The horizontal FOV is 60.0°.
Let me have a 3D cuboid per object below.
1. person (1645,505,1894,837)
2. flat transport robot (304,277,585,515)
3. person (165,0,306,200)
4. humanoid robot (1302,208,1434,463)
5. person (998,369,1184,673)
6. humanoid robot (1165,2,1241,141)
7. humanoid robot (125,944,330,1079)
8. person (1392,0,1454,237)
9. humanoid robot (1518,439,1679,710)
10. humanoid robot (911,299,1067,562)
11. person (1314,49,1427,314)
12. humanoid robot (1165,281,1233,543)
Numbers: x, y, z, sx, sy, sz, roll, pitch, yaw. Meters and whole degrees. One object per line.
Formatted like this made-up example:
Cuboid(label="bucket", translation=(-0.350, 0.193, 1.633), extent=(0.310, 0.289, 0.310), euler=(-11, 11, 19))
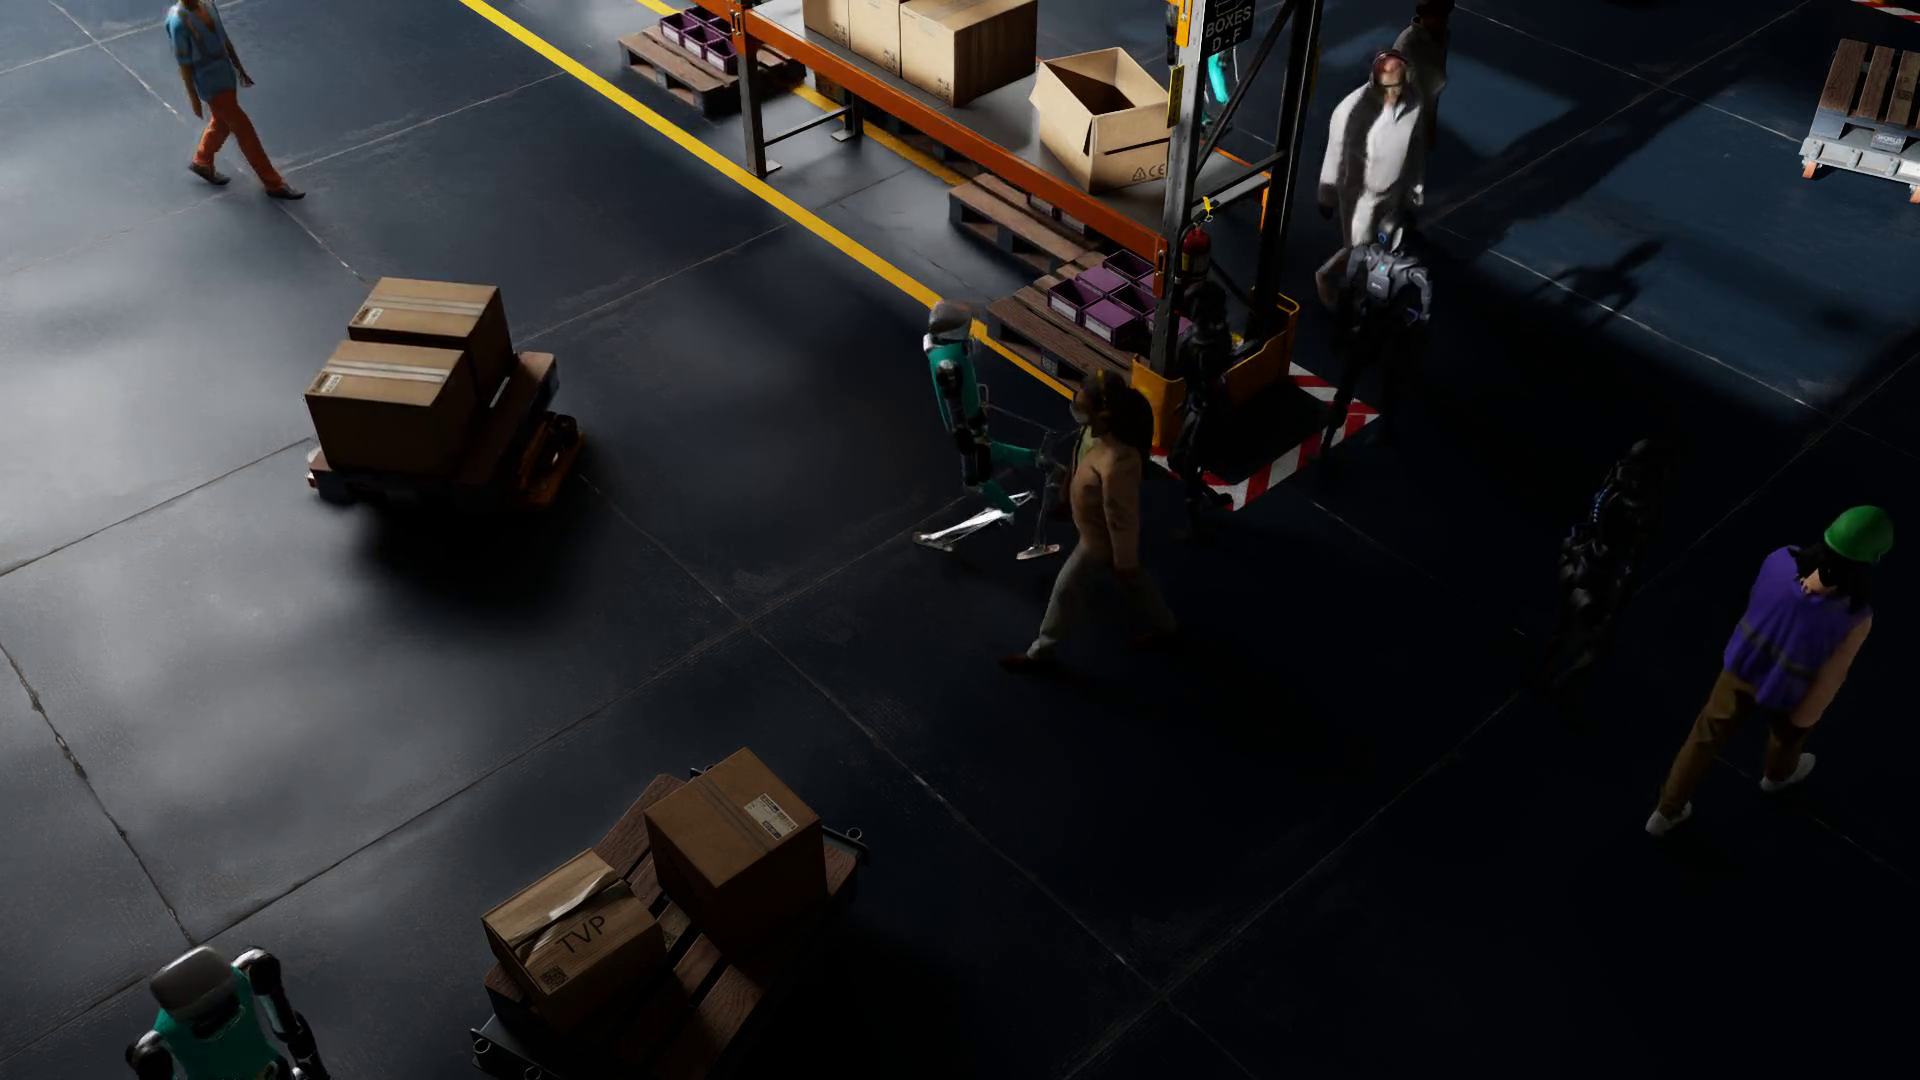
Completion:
Cuboid(label="person", translation=(3.609, 0.564, 7.297), extent=(1.003, 1.878, 0.539), euler=(-24, 48, -24))
Cuboid(label="flat transport robot", translation=(-2.972, -0.505, 9.644), extent=(1.431, 0.231, 0.659), euler=(6, 43, 6))
Cuboid(label="person", translation=(-5.168, -3.175, 11.468), extent=(0.887, 1.731, 0.501), euler=(6, 43, 7))
Cuboid(label="humanoid robot", translation=(2.337, -1.093, 9.271), extent=(0.601, 1.630, 0.759), euler=(32, 51, 30))
Cuboid(label="person", translation=(0.706, -0.081, 8.030), extent=(0.963, 1.829, 0.557), euler=(-1, 43, -2))
Cuboid(label="humanoid robot", translation=(1.768, -3.265, 11.604), extent=(0.557, 1.832, 0.886), euler=(-12, 44, -13))
Cuboid(label="humanoid robot", translation=(-2.284, 2.095, 5.748), extent=(0.764, 1.805, 0.549), euler=(24, 48, 24))
Cuboid(label="person", translation=(2.971, -2.782, 10.976), extent=(0.518, 1.824, 0.365), euler=(-33, 52, -30))
Cuboid(label="humanoid robot", translation=(3.001, 0.152, 7.892), extent=(0.364, 1.645, 0.593), euler=(1, 43, 1))
Cuboid(label="humanoid robot", translation=(0.253, -0.486, 8.567), extent=(1.010, 1.728, 0.542), euler=(-2, 43, -2))
Cuboid(label="person", translation=(2.545, -2.161, 10.253), extent=(0.671, 1.880, 0.424), euler=(-24, 48, -24))
Cuboid(label="humanoid robot", translation=(1.289, -0.632, 8.747), extent=(0.376, 1.645, 0.602), euler=(1, 43, 1))
